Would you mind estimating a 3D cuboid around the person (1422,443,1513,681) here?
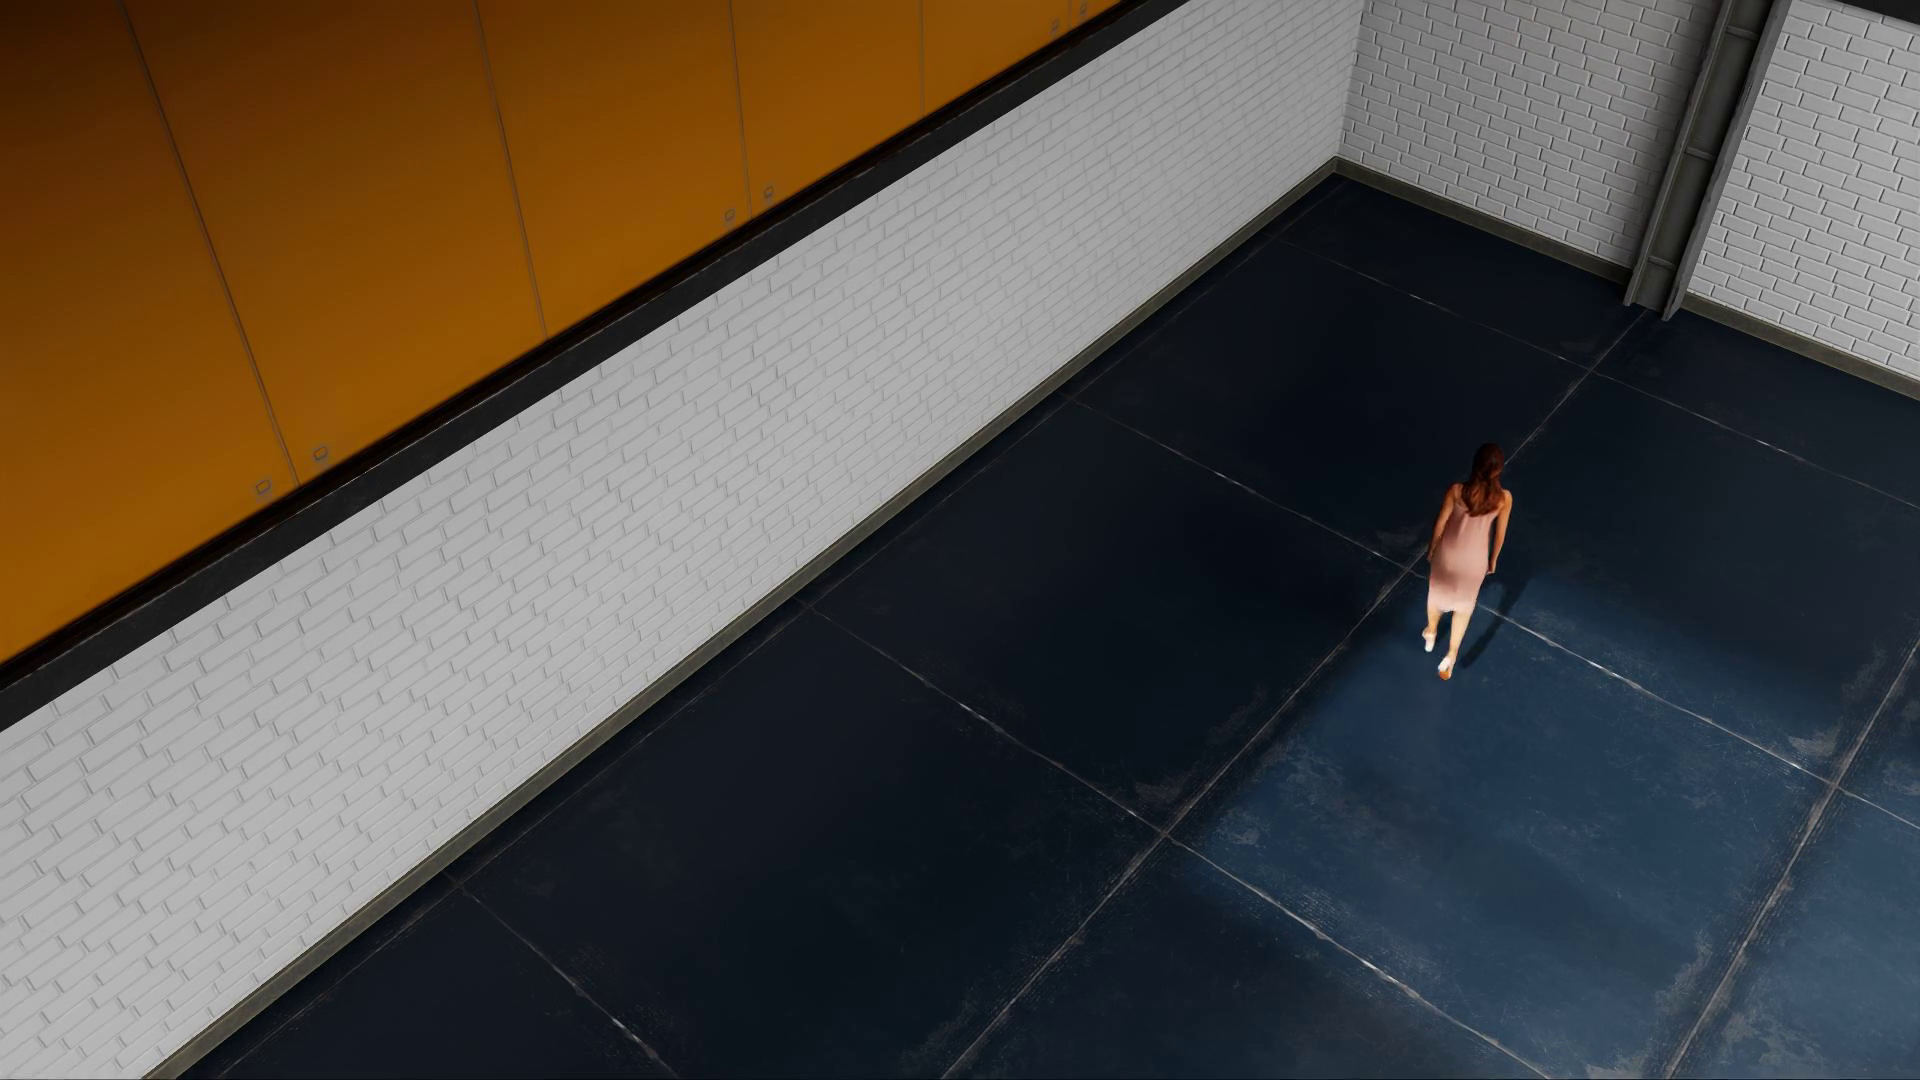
[{"bbox_3d":[3.162,0.167,10.523,0.934,1.819,0.876,10,45,10],"label":"person"}]
